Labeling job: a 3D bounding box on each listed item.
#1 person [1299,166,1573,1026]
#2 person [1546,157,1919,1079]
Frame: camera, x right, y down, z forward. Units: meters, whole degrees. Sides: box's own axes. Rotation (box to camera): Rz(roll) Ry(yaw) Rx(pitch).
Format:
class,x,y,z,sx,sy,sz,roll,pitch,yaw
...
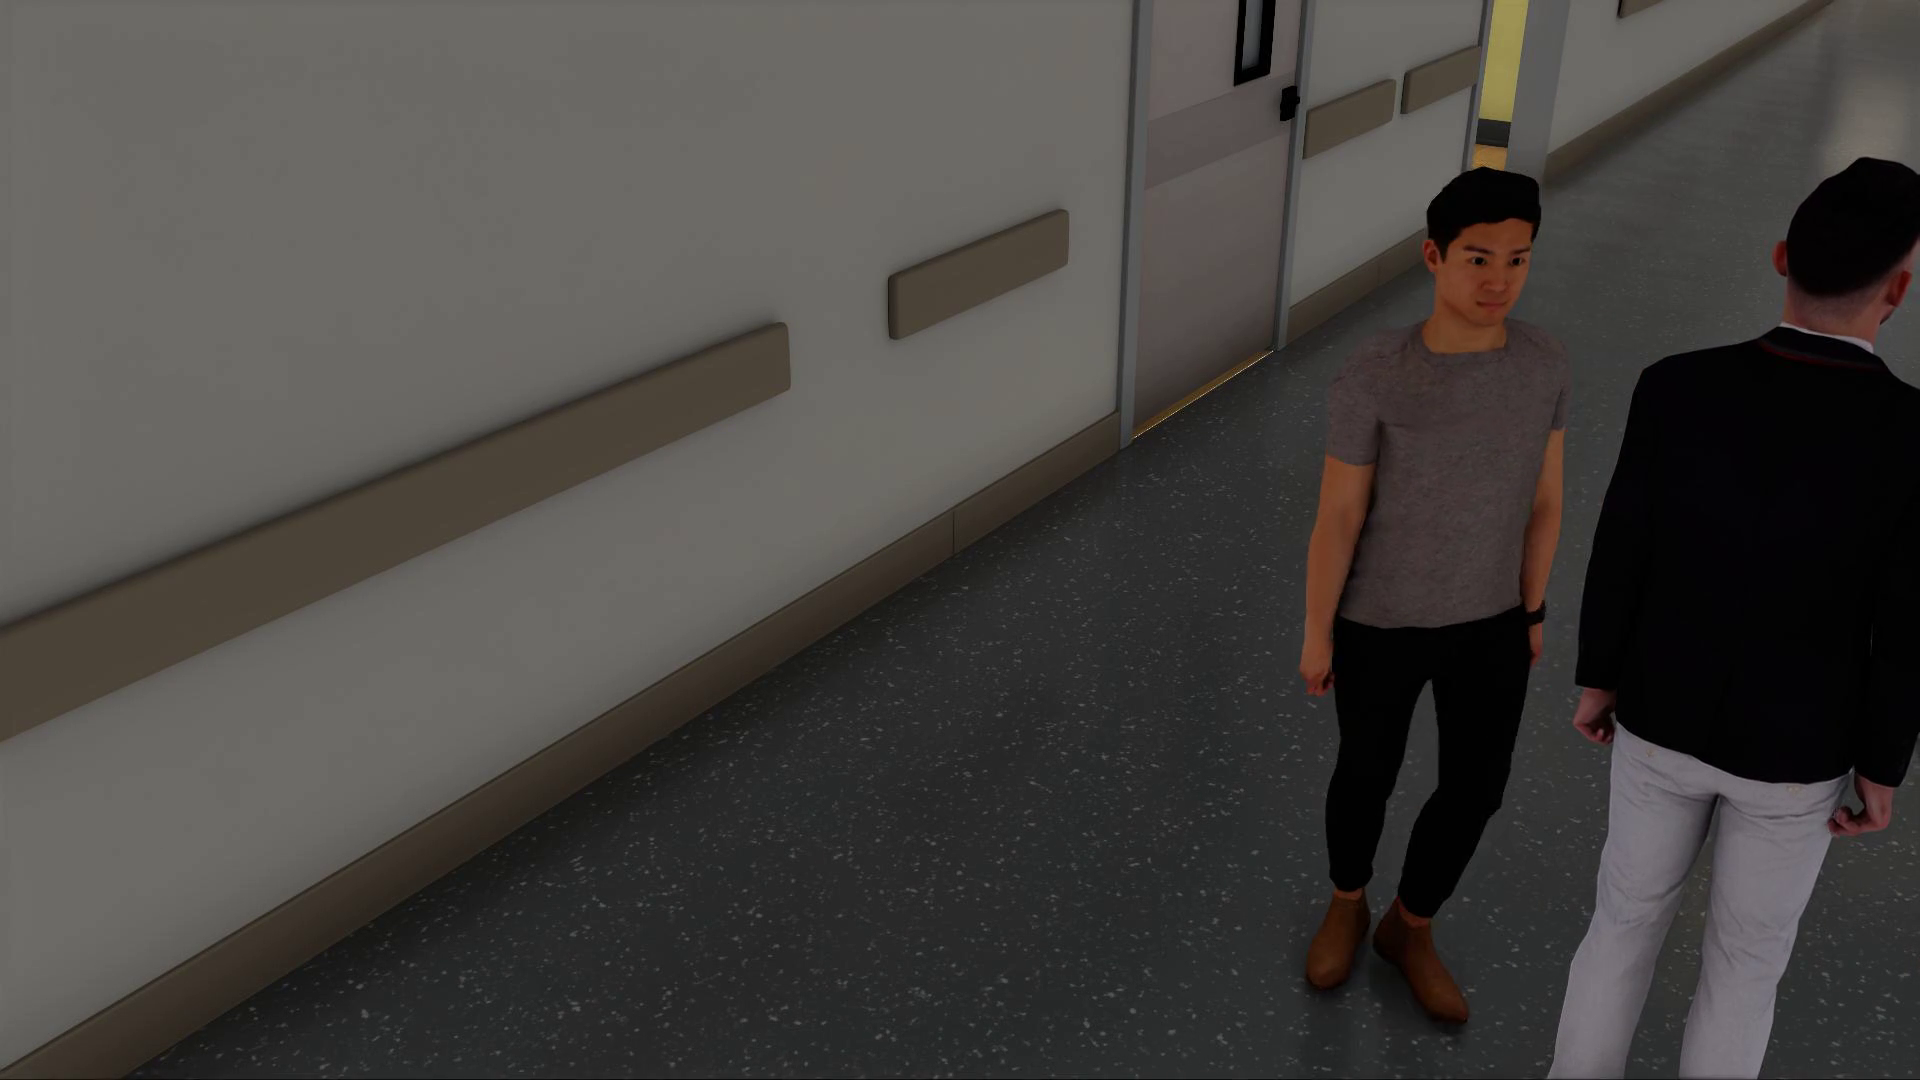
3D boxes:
class,x,y,z,sx,sy,sz,roll,pitch,yaw
person,0.912,0.112,3.235,0.721,1.710,0.809,2,26,4
person,1.233,0.308,2.673,0.498,1.843,0.737,20,32,36
